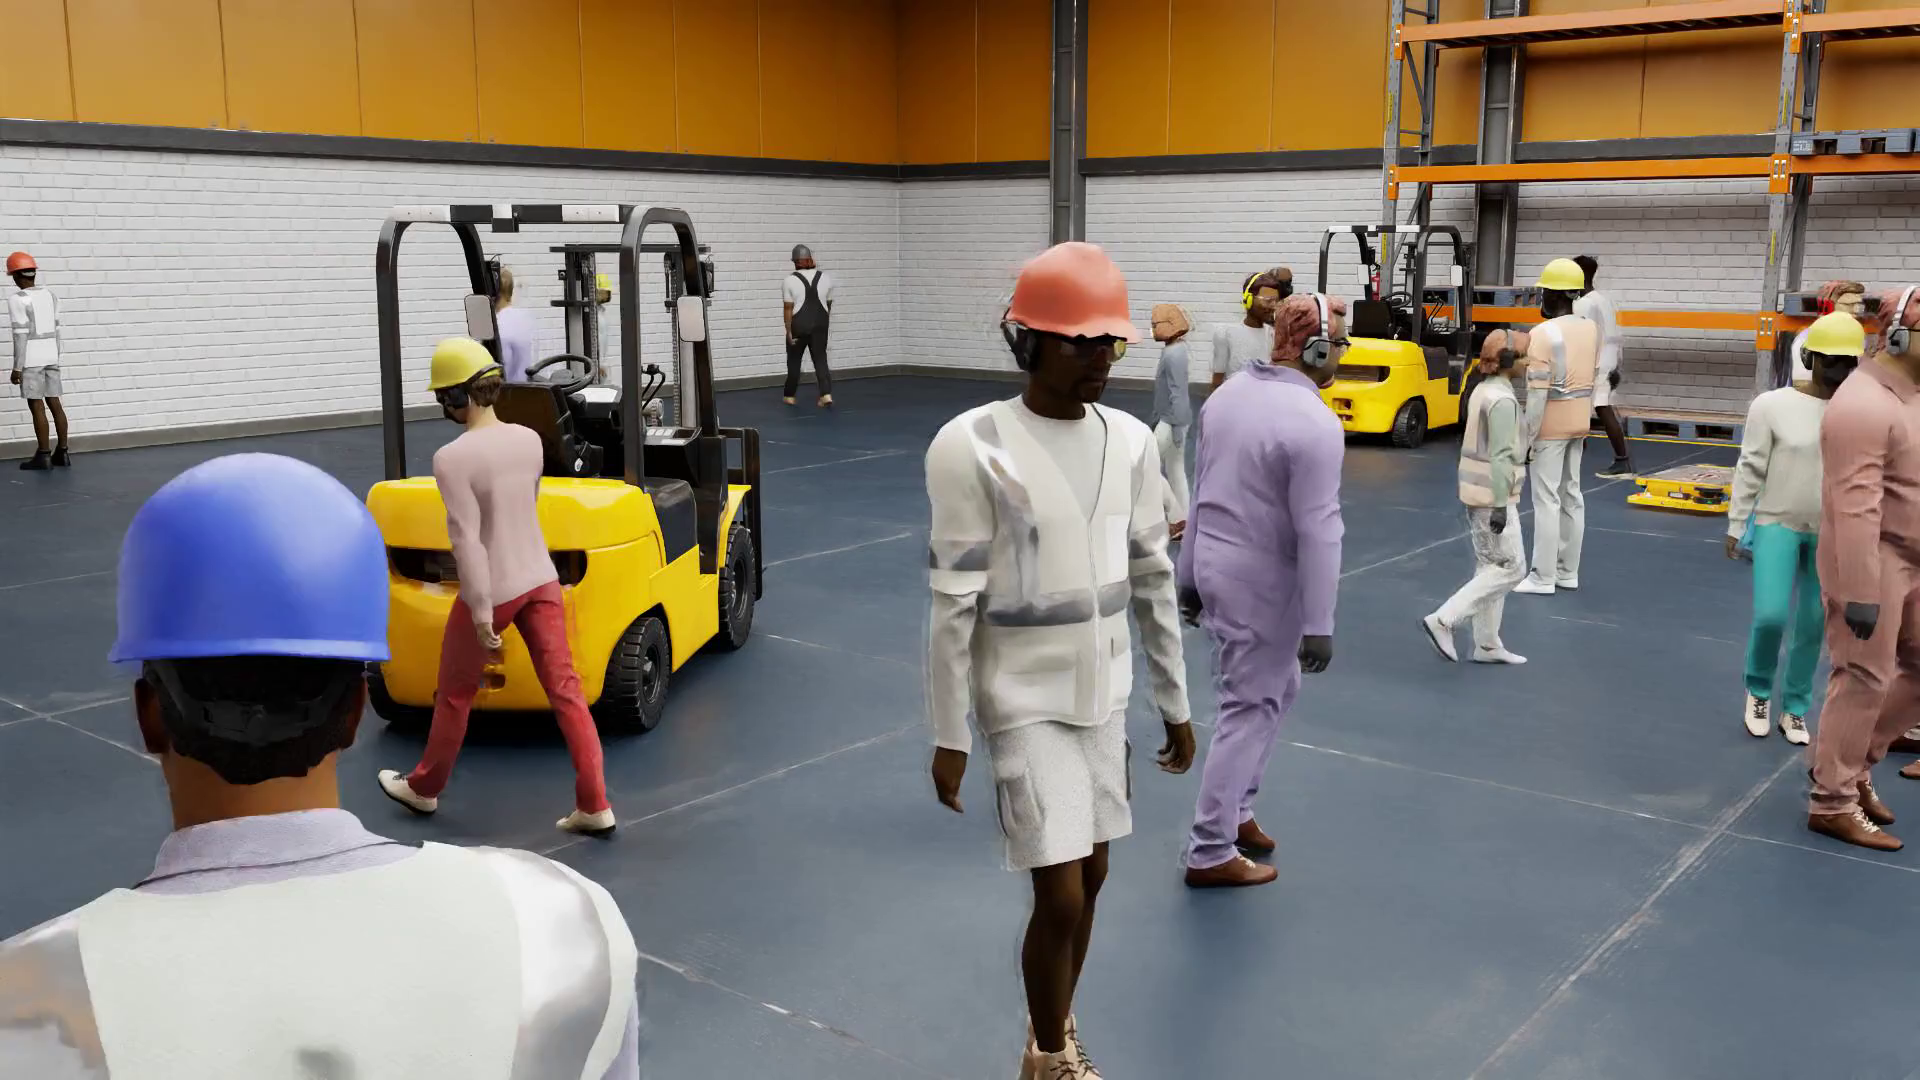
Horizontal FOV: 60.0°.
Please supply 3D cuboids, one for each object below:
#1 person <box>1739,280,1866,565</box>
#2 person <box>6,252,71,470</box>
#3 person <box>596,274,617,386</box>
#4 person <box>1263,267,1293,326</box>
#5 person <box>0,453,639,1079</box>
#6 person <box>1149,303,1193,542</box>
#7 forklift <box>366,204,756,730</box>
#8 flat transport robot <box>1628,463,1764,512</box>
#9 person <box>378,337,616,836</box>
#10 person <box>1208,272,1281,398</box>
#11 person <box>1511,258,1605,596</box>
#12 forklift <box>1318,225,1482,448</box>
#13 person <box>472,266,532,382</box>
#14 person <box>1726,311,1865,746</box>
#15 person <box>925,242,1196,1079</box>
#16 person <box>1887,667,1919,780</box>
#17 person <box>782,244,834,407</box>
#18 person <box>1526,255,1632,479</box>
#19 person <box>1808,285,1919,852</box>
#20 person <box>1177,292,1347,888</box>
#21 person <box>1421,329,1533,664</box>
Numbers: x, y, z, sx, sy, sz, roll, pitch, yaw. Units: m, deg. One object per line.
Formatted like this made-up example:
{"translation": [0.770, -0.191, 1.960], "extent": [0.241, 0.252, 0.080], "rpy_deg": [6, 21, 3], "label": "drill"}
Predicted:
{"translation": [5.173, -0.660, 10.048], "extent": [0.576, 1.803, 0.945], "rpy_deg": [-4, 11, -22], "label": "person"}
{"translation": [-8.231, -1.584, 14.787], "extent": [0.374, 1.929, 0.542], "rpy_deg": [2, 10, 11], "label": "person"}
{"translation": [-3.444, -1.710, 16.104], "extent": [0.880, 1.698, 0.490], "rpy_deg": [2, 11, 14], "label": "person"}
{"translation": [2.840, -1.582, 15.146], "extent": [0.926, 1.804, 0.623], "rpy_deg": [5, 12, 27], "label": "person"}
{"translation": [-0.498, 0.877, 1.346], "extent": [0.619, 1.855, 1.072], "rpy_deg": [-7, 12, -34], "label": "person"}
{"translation": [1.396, -0.763, 11.115], "extent": [0.387, 1.620, 0.502], "rpy_deg": [2, 10, 10], "label": "person"}
{"translation": [-1.766, -0.406, 7.525], "extent": [1.214, 2.155, 2.313], "rpy_deg": [1, 10, 7], "label": "forklift"}
{"translation": [5.796, -0.417, 12.913], "extent": [0.652, 0.197, 1.431], "rpy_deg": [9, 14, 42], "label": "flat transport robot"}
{"translation": [-1.593, 0.169, 5.695], "extent": [0.958, 1.707, 0.525], "rpy_deg": [6, 12, 31], "label": "person"}
{"translation": [1.718, -0.635, 9.763], "extent": [0.535, 1.842, 0.616], "rpy_deg": [-4, 11, -22], "label": "person"}
{"translation": [3.414, -0.640, 9.551], "extent": [0.588, 1.930, 0.364], "rpy_deg": [-7, 13, -35], "label": "person"}
{"translation": [4.449, -2.115, 16.993], "extent": [1.214, 2.155, 2.313], "rpy_deg": [8, 13, 38], "label": "forklift"}
{"translation": [-2.746, -0.757, 10.296], "extent": [0.990, 1.903, 0.642], "rpy_deg": [-1, 10, -6], "label": "person"}
{"translation": [3.380, -0.035, 6.654], "extent": [0.572, 1.751, 0.416], "rpy_deg": [2, 10, 12], "label": "person"}
{"translation": [0.276, 0.373, 3.663], "extent": [0.657, 2.023, 0.533], "rpy_deg": [-7, 13, -36], "label": "person"}
{"translation": [3.716, -0.046, 6.327], "extent": [0.400, 1.907, 0.644], "rpy_deg": [0, 10, 0], "label": "person"}
{"translation": [-1.874, -2.660, 20.440], "extent": [0.684, 2.000, 0.993], "rpy_deg": [-5, 11, -24], "label": "person"}
{"translation": [5.382, -1.495, 14.369], "extent": [1.057, 1.892, 0.619], "rpy_deg": [8, 13, 36], "label": "person"}
{"translation": [3.101, 0.104, 5.544], "extent": [0.668, 1.888, 0.437], "rpy_deg": [-9, 14, -41], "label": "person"}
{"translation": [0.943, 0.171, 5.213], "extent": [0.559, 1.872, 0.665], "rpy_deg": [-3, 11, -18], "label": "person"}
{"translation": [2.485, -0.186, 7.882], "extent": [0.441, 1.622, 0.511], "rpy_deg": [1, 10, 4], "label": "person"}
